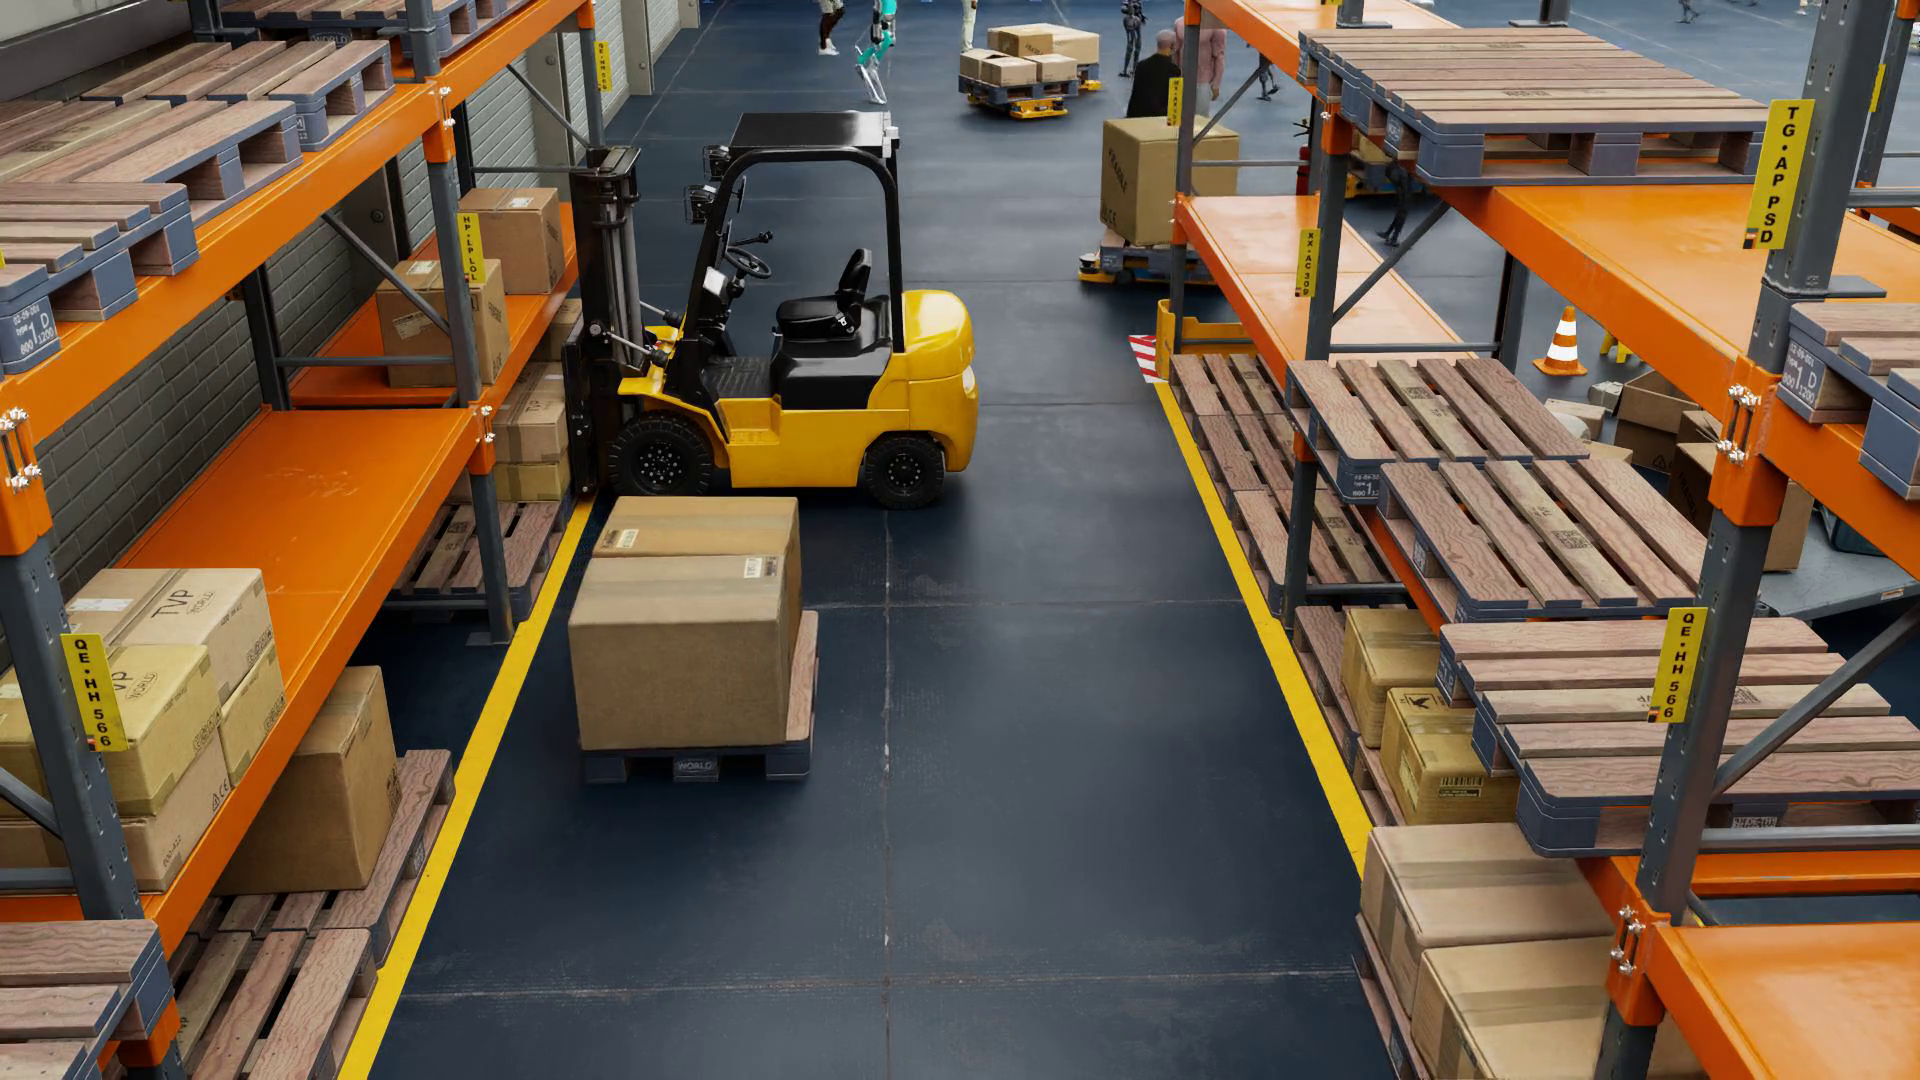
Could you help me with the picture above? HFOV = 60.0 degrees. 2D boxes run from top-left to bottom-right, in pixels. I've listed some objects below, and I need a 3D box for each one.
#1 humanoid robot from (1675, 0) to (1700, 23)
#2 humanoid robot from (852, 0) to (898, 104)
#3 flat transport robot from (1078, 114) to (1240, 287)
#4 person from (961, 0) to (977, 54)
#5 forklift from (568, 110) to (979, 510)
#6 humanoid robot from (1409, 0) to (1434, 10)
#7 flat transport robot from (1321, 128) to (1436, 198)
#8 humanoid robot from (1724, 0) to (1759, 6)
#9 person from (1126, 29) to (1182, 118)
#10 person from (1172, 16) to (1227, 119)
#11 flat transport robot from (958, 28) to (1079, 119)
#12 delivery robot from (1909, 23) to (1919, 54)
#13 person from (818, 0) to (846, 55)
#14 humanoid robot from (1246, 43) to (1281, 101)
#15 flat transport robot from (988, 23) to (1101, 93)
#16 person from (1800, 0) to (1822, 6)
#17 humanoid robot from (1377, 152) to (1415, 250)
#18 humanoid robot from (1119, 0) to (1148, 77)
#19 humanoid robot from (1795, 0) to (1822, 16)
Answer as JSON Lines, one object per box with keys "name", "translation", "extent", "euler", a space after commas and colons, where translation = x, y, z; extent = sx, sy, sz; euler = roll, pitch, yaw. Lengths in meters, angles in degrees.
{"name": "humanoid robot", "translation": [12.229, -9.445, 27.657], "extent": [0.403, 1.640, 0.614], "euler": [15, 29, 28]}
{"name": "humanoid robot", "translation": [-1.118, -6.422, 21.248], "extent": [0.659, 1.852, 0.534], "euler": [11, 28, 23]}
{"name": "flat transport robot", "translation": [1.767, -2.363, 14.308], "extent": [1.431, 0.231, 0.659], "euler": [4, 26, 9]}
{"name": "person", "translation": [0.174, -8.051, 24.627], "extent": [0.346, 1.743, 0.561], "euler": [-4, 26, -8]}
{"name": "forklift", "translation": [-1.043, -1.379, 9.976], "extent": [2.313, 2.155, 1.214], "euler": [-1, 25, -2]}
{"name": "humanoid robot", "translation": [5.121, -4.918, 17.998], "extent": [0.556, 1.776, 0.870], "euler": [-20, 32, -35]}
{"name": "flat transport robot", "translation": [4.442, -3.715, 17.170], "extent": [1.431, 0.231, 0.659], "euler": [-4, 26, -8]}
{"name": "humanoid robot", "translation": [14.147, -10.427, 29.809], "extent": [0.589, 1.642, 0.782], "euler": [-15, 29, -29]}
{"name": "person", "translation": [1.838, -3.855, 15.647], "extent": [0.433, 1.834, 0.545], "euler": [-20, 32, -36]}
{"name": "person", "translation": [2.473, -4.826, 17.569], "extent": [0.637, 1.937, 0.358], "euler": [18, 31, 34]}
{"name": "flat transport robot", "translation": [0.719, -5.568, 21.095], "extent": [0.659, 0.231, 1.431], "euler": [-13, 28, -25]}
{"name": "delivery robot", "translation": [14.572, -7.653, 25.147], "extent": [0.747, 0.570, 0.499], "euler": [-14, 29, -28]}
{"name": "person", "translation": [-1.943, -8.187, 24.750], "extent": [0.466, 1.886, 0.547], "euler": [1, 25, 1]}
{"name": "humanoid robot", "translation": [3.999, -6.538, 21.503], "extent": [0.598, 1.652, 0.348], "euler": [-16, 30, -31]}
{"name": "flat transport robot", "translation": [1.126, -6.092, 22.204], "extent": [1.431, 0.231, 0.659], "euler": [-16, 30, -30]}
{"name": "person", "translation": [15.372, -10.495, 29.632], "extent": [0.521, 1.893, 0.401], "euler": [0, 25, 1]}
{"name": "humanoid robot", "translation": [3.995, -3.436, 14.963], "extent": [0.340, 1.661, 0.612], "euler": [18, 31, 34]}
{"name": "humanoid robot", "translation": [2.421, -7.290, 23.079], "extent": [0.317, 1.655, 0.615], "euler": [9, 27, 18]}
{"name": "humanoid robot", "translation": [14.645, -9.632, 28.031], "extent": [0.548, 1.758, 1.043], "euler": [-8, 26, -16]}
